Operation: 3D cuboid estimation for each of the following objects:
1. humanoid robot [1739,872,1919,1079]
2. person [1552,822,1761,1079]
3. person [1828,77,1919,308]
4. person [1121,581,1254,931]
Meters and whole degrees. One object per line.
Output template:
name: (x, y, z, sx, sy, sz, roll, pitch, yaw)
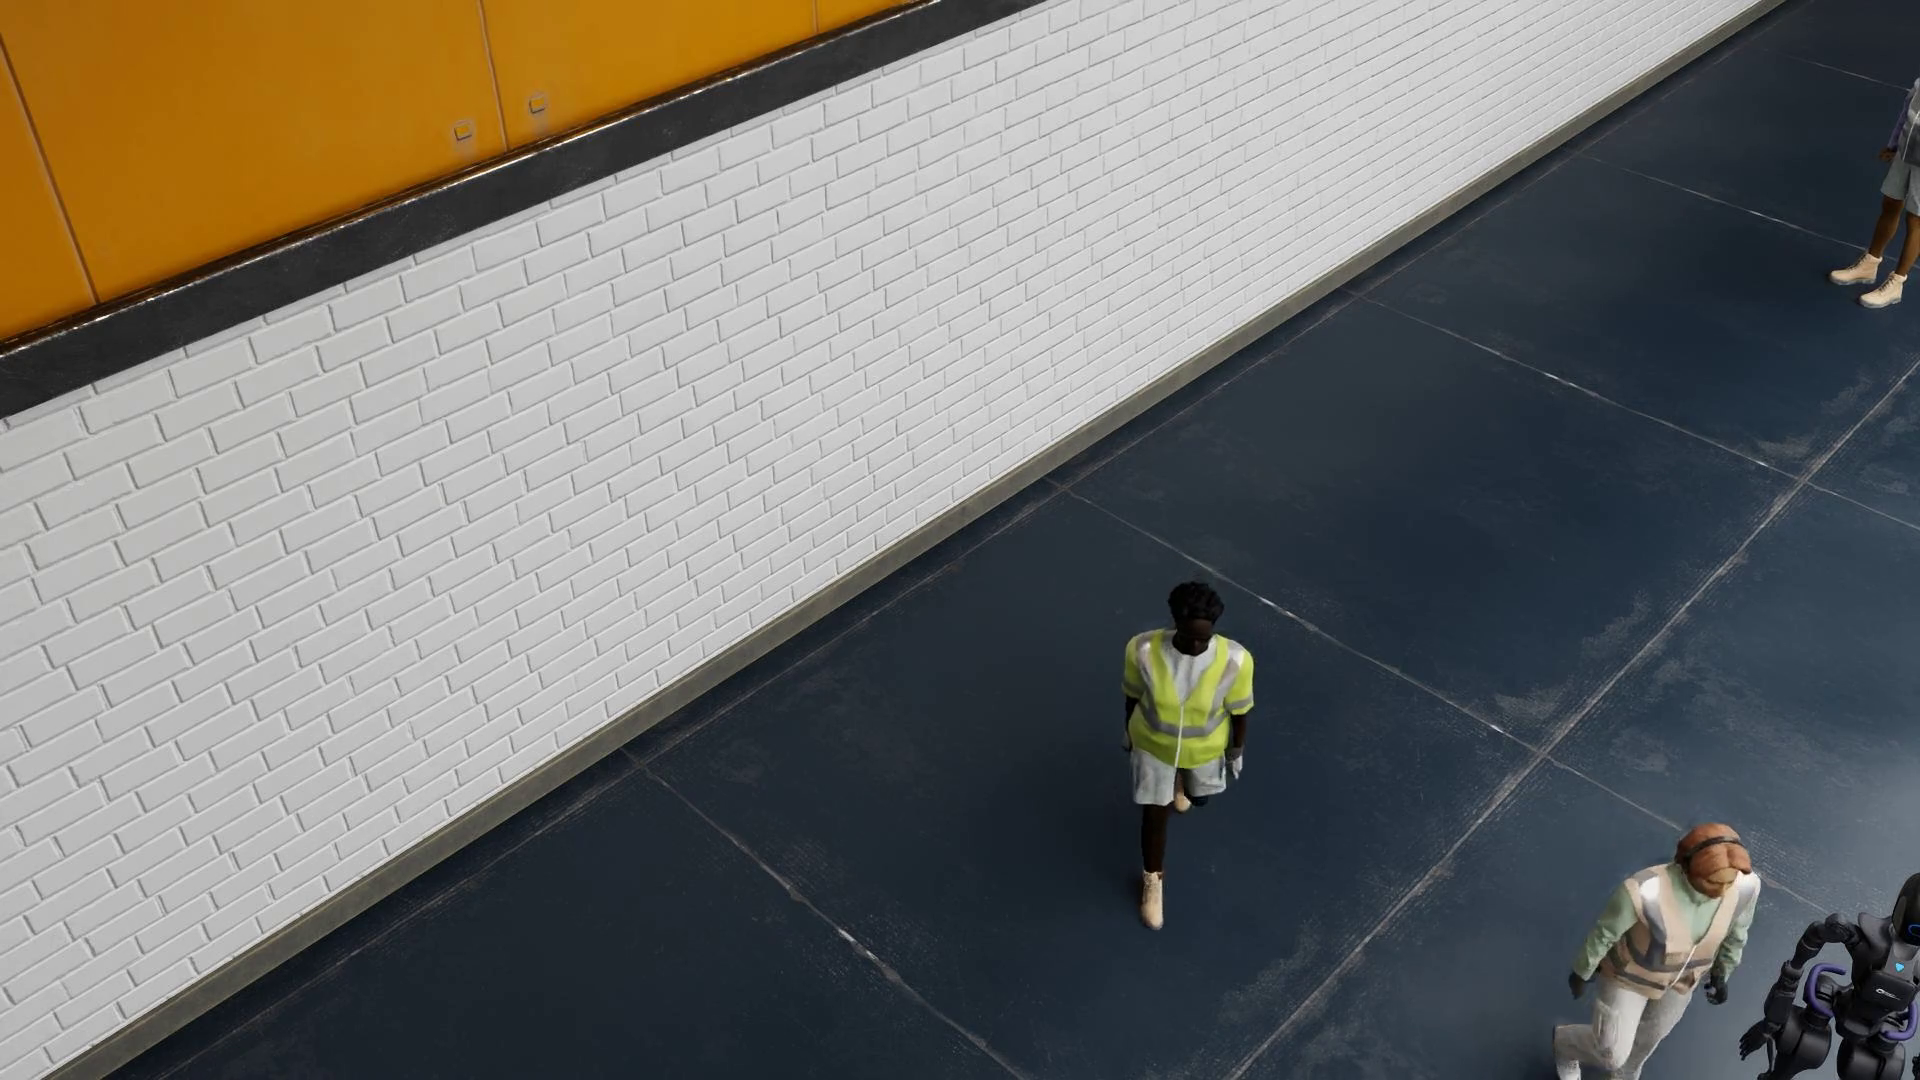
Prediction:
humanoid robot: (3.020, 1.701, 5.654, 0.599, 1.657, 0.315, 17, 42, 20)
person: (2.453, 1.545, 5.903, 0.549, 1.622, 0.346, -6, 39, -8)
person: (6.106, -2.446, 10.559, 0.376, 2.045, 0.605, -7, 39, -9)
person: (0.915, 0.770, 6.838, 0.530, 1.670, 0.752, 5, 39, 6)
